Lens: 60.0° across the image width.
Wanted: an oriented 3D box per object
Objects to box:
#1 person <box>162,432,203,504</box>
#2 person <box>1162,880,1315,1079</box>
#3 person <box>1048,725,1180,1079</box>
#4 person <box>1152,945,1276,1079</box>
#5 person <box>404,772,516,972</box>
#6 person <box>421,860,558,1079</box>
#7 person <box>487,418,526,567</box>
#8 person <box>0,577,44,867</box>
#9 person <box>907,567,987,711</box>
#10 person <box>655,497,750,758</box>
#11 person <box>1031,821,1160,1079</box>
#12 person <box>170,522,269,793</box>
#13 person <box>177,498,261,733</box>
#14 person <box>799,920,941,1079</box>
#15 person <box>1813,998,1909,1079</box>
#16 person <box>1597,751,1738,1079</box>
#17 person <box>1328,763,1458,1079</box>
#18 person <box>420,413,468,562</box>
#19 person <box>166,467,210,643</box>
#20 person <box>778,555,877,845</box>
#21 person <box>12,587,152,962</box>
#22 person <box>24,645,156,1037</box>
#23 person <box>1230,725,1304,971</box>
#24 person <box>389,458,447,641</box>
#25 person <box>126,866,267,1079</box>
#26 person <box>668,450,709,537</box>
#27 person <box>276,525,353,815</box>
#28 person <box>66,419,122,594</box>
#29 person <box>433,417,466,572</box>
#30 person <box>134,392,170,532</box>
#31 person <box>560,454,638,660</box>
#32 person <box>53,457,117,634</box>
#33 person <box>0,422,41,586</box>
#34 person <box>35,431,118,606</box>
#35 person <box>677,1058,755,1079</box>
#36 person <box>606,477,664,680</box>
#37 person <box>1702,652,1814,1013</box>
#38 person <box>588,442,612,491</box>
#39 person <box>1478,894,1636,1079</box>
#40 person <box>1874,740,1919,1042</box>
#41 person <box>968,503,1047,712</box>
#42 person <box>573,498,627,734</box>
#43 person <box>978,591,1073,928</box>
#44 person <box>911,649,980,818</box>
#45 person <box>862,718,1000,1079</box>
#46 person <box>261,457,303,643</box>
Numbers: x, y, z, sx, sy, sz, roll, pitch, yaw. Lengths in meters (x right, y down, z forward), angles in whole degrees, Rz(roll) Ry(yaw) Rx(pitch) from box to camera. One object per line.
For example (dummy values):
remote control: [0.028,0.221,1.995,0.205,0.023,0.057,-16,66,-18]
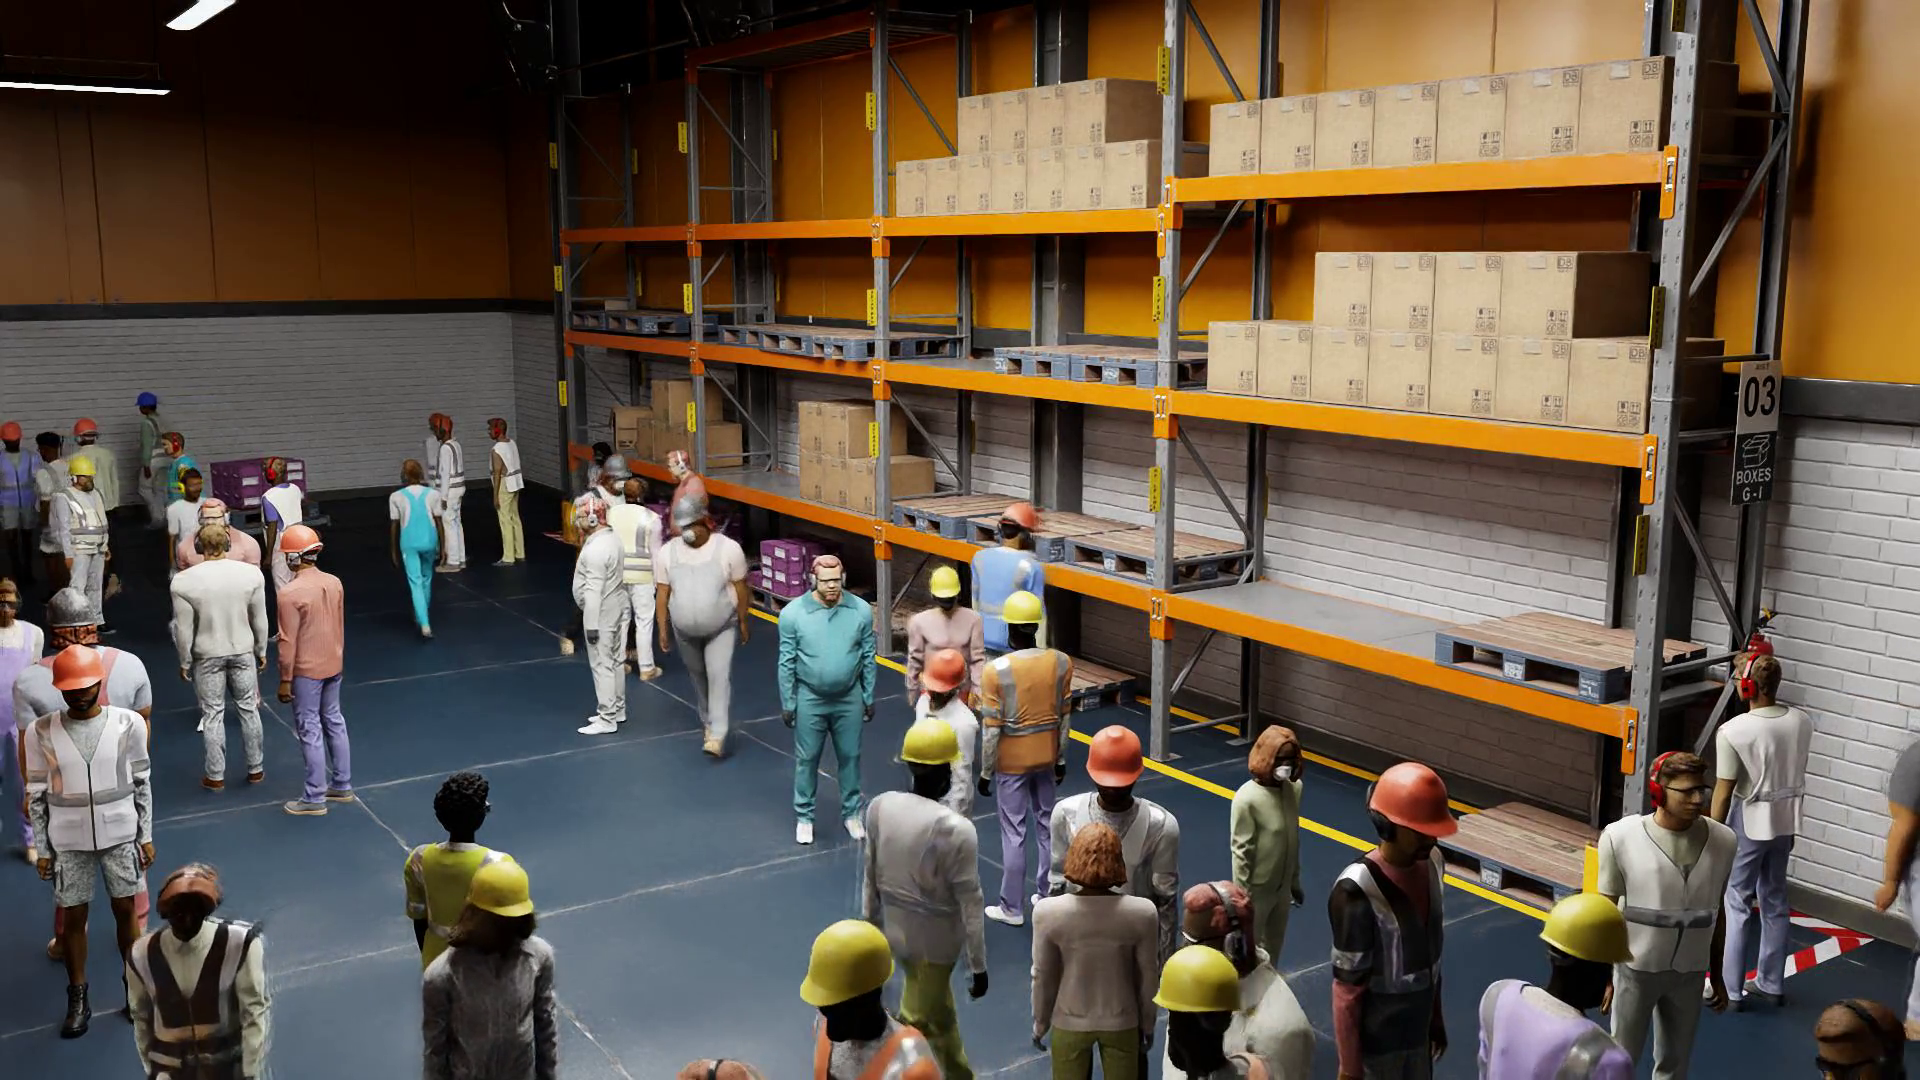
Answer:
person: [-8.807,-0.322,18.935,0.388,1.836,0.561,-6,11,-32]
person: [0.816,1.983,5.224,0.402,1.895,0.653,-4,10,-22]
person: [0.623,1.688,6.861,0.550,1.925,0.388,3,10,15]
person: [0.596,2.072,4.729,0.827,1.888,0.611,7,12,37]
person: [-2.027,1.792,6.911,0.535,1.697,0.318,2,10,14]
person: [-1.634,1.956,5.855,0.491,1.731,0.350,-8,13,-40]
person: [-5.589,-0.589,20.496,0.390,1.836,0.561,2,10,9]
person: [-6.064,1.113,10.553,0.513,1.820,0.790,-8,12,-38]
person: [-0.065,1.039,11.214,0.516,1.730,0.731,-3,10,-18]
person: [-1.996,0.635,12.690,0.702,2.000,1.004,1,10,5]
person: [0.524,1.894,6.495,0.502,1.633,0.280,0,10,-1]
person: [-5.253,0.830,11.851,0.632,1.939,0.372,-7,12,-35]
person: [-5.911,0.604,13.313,0.641,1.900,0.398,-2,10,-10]
person: [-0.248,2.016,5.026,0.838,1.896,0.592,-8,13,-40]
person: [2.518,2.142,4.563,0.579,1.818,0.369,8,13,40]
person: [2.838,1.742,6.753,0.565,1.850,0.390,-1,10,-7]
person: [1.582,1.779,6.028,0.612,2.029,0.407,-9,13,-43]
person: [-6.474,-0.651,20.810,0.647,1.859,0.374,5,11,27]
person: [-7.325,0.202,15.845,0.802,1.840,0.522,4,11,24]
person: [-0.849,1.030,10.805,0.650,1.899,0.399,-3,10,-15]
person: [-4.780,1.256,9.047,0.539,2.000,0.688,8,13,41]
person: [-4.250,1.457,8.168,0.547,1.938,0.359,-5,11,-28]
person: [1.451,1.664,7.843,0.498,1.633,0.284,-9,13,-43]
person: [-5.404,0.091,16.629,0.518,1.803,0.978,-5,11,-28]
person: [-2.822,1.965,6.223,0.498,1.590,0.853,-2,10,-11]
person: [-2.707,0.019,16.793,0.429,1.882,0.671,-3,10,-16]
person: [-4.457,0.883,11.411,0.408,1.987,0.613,2,10,14]
person: [-9.796,-0.361,18.744,0.477,1.976,0.698,4,11,23]
person: [-6.192,-0.554,20.161,0.369,1.879,0.584,-1,10,-4]
person: [-11.204,-1.084,23.072,0.458,1.941,0.633,0,10,-1]
person: [-3.364,0.114,15.751,0.996,2.000,0.693,9,13,42]
person: [-8.702,0.076,16.581,0.403,1.830,0.600,2,10,12]
person: [-10.880,-0.418,19.238,0.572,1.905,0.589,-8,12,-38]
person: [-9.682,-0.225,18.073,0.818,1.936,0.601,2,10,9]
person: [-0.521,2.219,4.665,0.592,1.608,0.532,-1,10,-8]
person: [-2.926,0.351,14.985,0.637,1.834,0.433,3,10,19]
person: [4.006,1.476,8.364,0.562,1.836,0.397,-3,10,-19]
person: [-4.082,-0.296,19.190,0.536,1.691,0.319,6,11,32]
person: [1.819,1.998,5.080,0.399,1.912,0.592,-4,11,-23]
person: [4.609,1.512,7.541,0.753,2.000,0.995,-1,10,-9]
person: [0.266,0.744,12.159,0.852,2.012,0.620,6,11,32]
person: [-2.893,0.601,13.317,0.400,1.901,0.646,0,10,3]
person: [0.360,1.242,9.464,0.584,1.927,0.367,-6,11,-30]
person: [-0.123,1.410,9.124,0.332,1.711,0.650,-5,11,-29]
person: [-0.161,1.682,7.039,1.001,1.887,0.599,-9,13,-44]
person: [-6.681,0.095,16.433,0.390,1.846,0.565,1,10,6]
